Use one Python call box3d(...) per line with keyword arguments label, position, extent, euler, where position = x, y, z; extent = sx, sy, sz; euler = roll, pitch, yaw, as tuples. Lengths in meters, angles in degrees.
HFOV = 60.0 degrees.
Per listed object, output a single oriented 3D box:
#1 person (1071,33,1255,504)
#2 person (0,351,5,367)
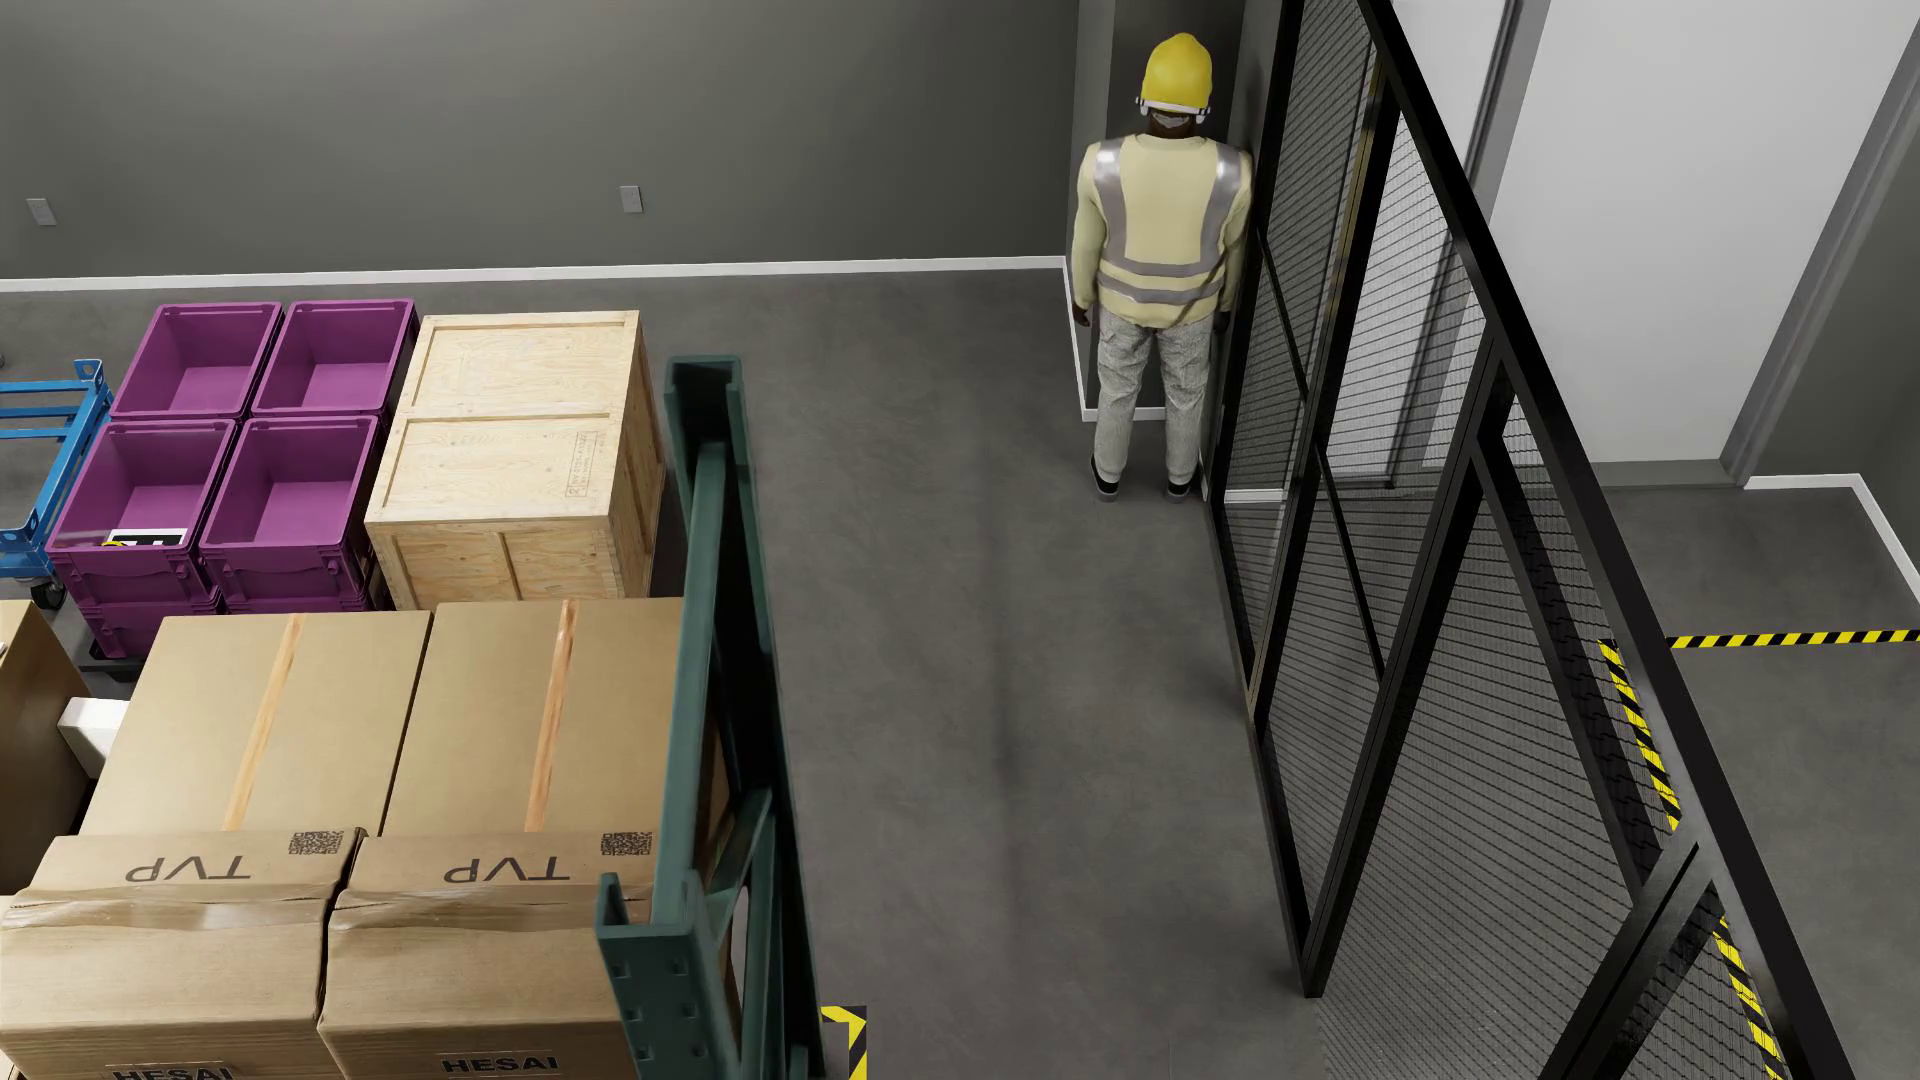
box3d(label="person", position=(0.671, -0.860, 5.649), extent=(0.587, 1.835, 0.404), euler=(5, 47, 5))
box3d(label="person", position=(-4.036, -1.274, 5.972), extent=(0.370, 1.941, 0.627), euler=(-3, 46, -3))
